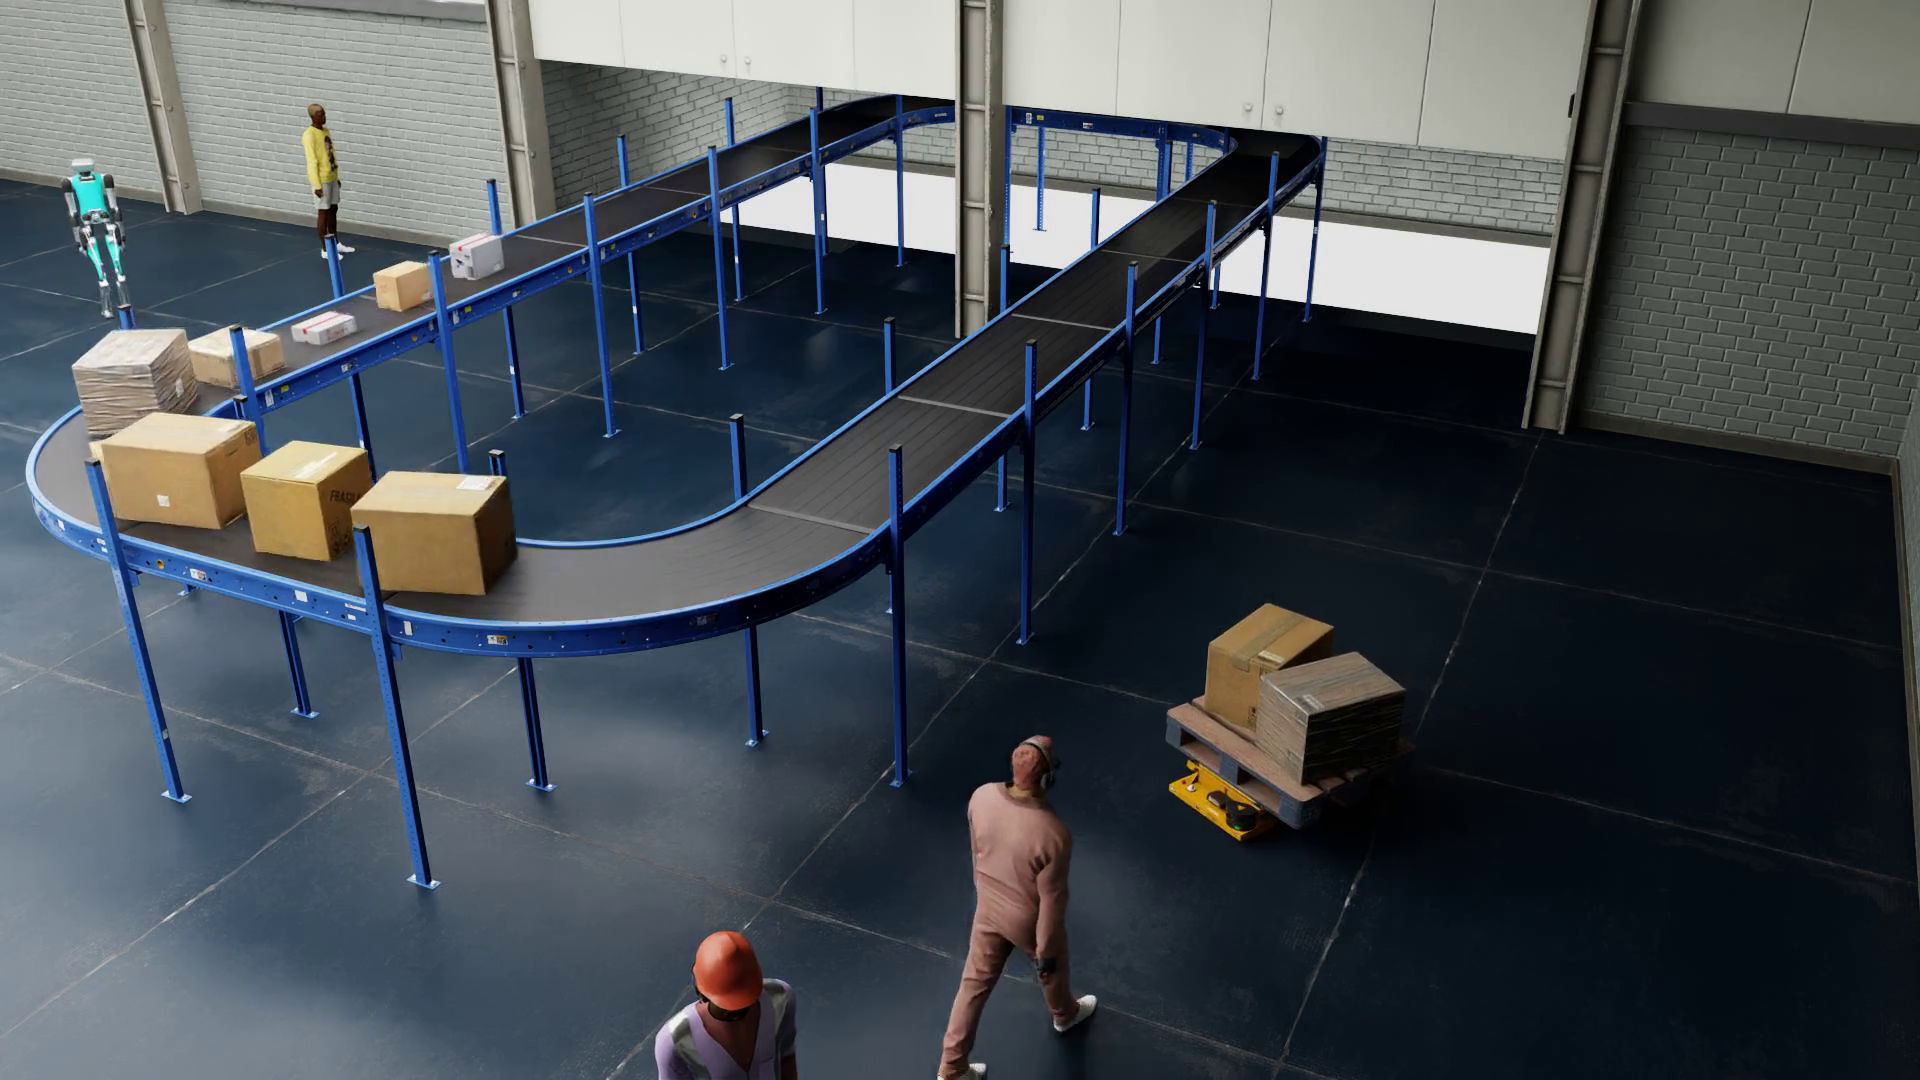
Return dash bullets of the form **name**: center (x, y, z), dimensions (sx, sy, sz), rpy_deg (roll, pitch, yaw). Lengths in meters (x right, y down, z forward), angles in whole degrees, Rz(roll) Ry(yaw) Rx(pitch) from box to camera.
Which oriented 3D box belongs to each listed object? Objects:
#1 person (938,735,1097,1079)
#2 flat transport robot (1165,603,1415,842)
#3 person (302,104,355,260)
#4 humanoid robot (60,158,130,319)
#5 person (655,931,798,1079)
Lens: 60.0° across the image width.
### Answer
- **person**: center (0.270, 1.800, 8.078), dimensions (0.650, 1.847, 1.043), rpy_deg (22, 34, 37)
- **flat transport robot**: center (2.073, 1.446, 10.563), dimensions (1.431, 0.231, 0.659), rpy_deg (-17, 31, -31)
- **person**: center (-7.868, -4.447, 20.605), dimensions (0.363, 1.898, 0.549), rpy_deg (4, 27, 7)
- **humanoid robot**: center (-9.495, -3.307, 18.420), dimensions (0.533, 1.737, 0.742), rpy_deg (-16, 31, -29)
- **person**: center (-0.879, 2.391, 6.667), dimensions (0.613, 2.040, 0.389), rpy_deg (-18, 32, -32)
